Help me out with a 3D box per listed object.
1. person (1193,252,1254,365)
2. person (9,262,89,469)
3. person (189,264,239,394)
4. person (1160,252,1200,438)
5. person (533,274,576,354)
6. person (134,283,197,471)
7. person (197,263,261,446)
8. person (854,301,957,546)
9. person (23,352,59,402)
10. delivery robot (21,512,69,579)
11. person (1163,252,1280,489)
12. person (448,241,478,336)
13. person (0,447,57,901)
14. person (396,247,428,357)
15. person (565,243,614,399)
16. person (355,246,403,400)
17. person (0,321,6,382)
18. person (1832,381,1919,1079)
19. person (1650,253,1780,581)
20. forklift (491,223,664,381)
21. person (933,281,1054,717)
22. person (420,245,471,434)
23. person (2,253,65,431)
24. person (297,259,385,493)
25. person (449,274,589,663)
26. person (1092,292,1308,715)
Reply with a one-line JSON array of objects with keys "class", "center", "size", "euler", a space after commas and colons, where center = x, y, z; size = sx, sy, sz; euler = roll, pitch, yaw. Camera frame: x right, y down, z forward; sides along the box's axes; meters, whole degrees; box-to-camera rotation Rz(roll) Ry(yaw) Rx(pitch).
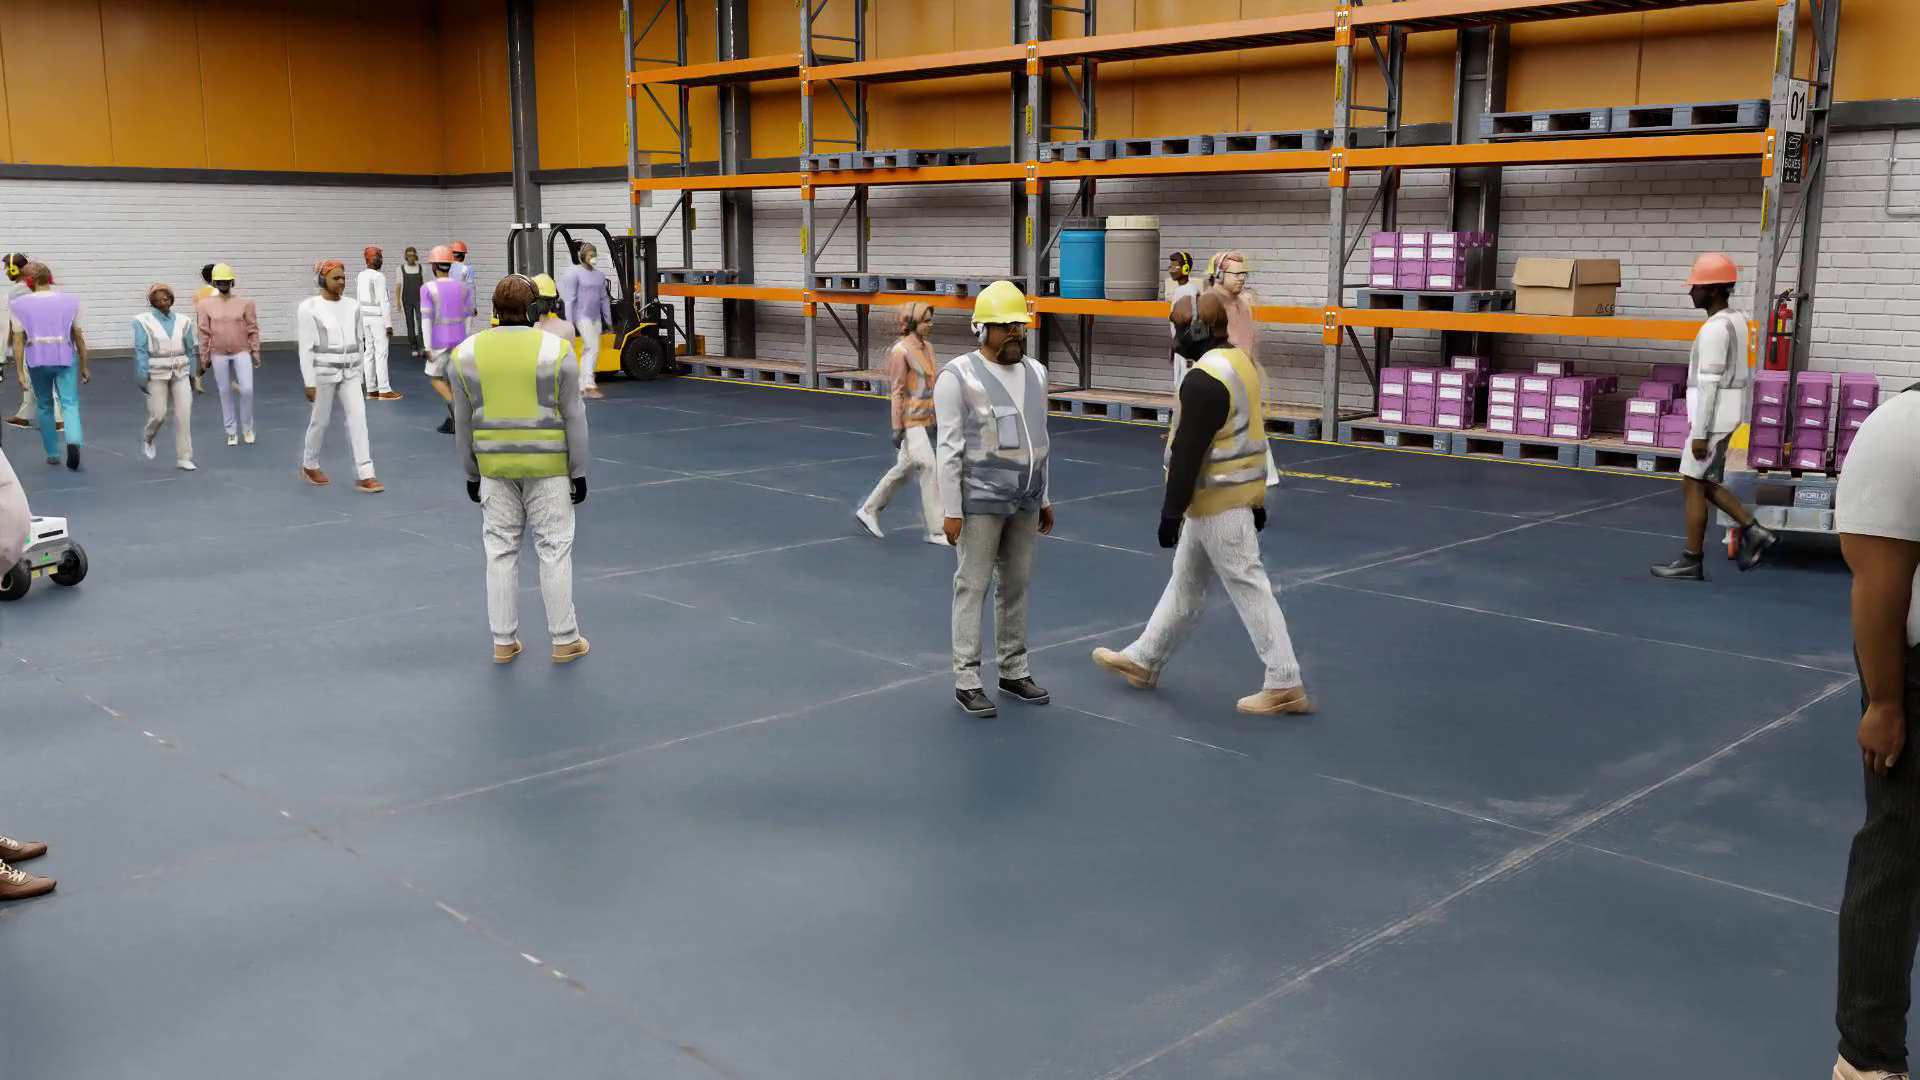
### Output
[{"class": "person", "center": [1.858, -1.060, 11.699], "size": [0.402, 1.904, 0.652], "euler": [7, 13, 35]}, {"class": "person", "center": [-7.888, -1.512, 14.450], "size": [0.575, 1.797, 0.868], "euler": [-7, 12, -32]}, {"class": "person", "center": [-9.634, -2.719, 21.396], "size": [0.528, 1.667, 0.837], "euler": [7, 13, 34]}, {"class": "person", "center": [2.197, -1.900, 16.408], "size": [0.317, 1.860, 0.515], "euler": [-2, 11, -13]}, {"class": "person", "center": [-3.104, -1.100, 12.336], "size": [0.529, 1.745, 0.700], "euler": [-5, 11, -23]}, {"class": "person", "center": [-6.883, -1.417, 14.399], "size": [0.567, 1.618, 0.525], "euler": [10, 14, 42]}, {"class": "person", "center": [-7.013, -1.772, 15.966], "size": [0.547, 1.751, 0.448], "euler": [-4, 11, -19]}, {"class": "person", "center": [-0.348, -0.774, 10.972], "size": [0.806, 1.611, 0.523], "euler": [4, 11, 20]}, {"class": "person", "center": [-11.304, -2.497, 20.312], "size": [0.518, 1.622, 0.494], "euler": [0, 10, 0]}, {"class": "delivery robot", "center": [-5.455, -0.020, 9.454], "size": [0.707, 0.478, 0.477], "euler": [3, 11, 15]}, {"class": "person", "center": [2.130, -1.340, 13.277], "size": [0.970, 1.882, 0.609], "euler": [3, 11, 13]}, {"class": "person", "center": [-7.720, -3.650, 25.736], "size": [0.551, 1.932, 0.378], "euler": [2, 11, 11]}, {"class": "person", "center": [-3.062, 0.152, 5.099], "size": [0.409, 1.903, 0.638], "euler": [-6, 12, -30]}, {"class": "person", "center": [-9.031, -3.913, 27.502], "size": [0.539, 1.809, 0.885], "euler": [-4, 11, -20]}, {"class": "person", "center": [-4.520, -2.693, 20.547], "size": [0.625, 1.919, 0.661], "euler": [5, 12, 27]}, {"class": "person", "center": [-7.189, -2.665, 20.506], "size": [0.575, 1.884, 0.355], "euler": [8, 13, 37]}, {"class": "person", "center": [-8.488, -1.535, 14.190], "size": [0.641, 1.939, 1.017], "euler": [-3, 11, -16]}, {"class": "person", "center": [2.346, 0.329, 3.747], "size": [0.684, 2.000, 0.538], "euler": [-3, 11, -17]}, {"class": "person", "center": [4.407, -0.691, 9.630], "size": [0.574, 1.922, 0.571], "euler": [8, 13, 37]}, {"class": "forklift", "center": [-5.316, -3.263, 22.920], "size": [2.313, 2.155, 1.214], "euler": [-10, 14, -44]}, {"class": "person", "center": [0.169, -0.176, 7.073], "size": [0.600, 1.832, 0.404], "euler": [-8, 13, -39]}, {"class": "person", "center": [-5.157, -2.002, 16.795], "size": [0.550, 1.921, 0.622], "euler": [-10, 14, -43]}, {"class": "person", "center": [-9.700, -2.031, 17.198], "size": [0.882, 1.827, 0.547], "euler": [1, 10, 6]}, {"class": "person", "center": [-4.992, -1.308, 13.239], "size": [0.992, 1.837, 0.584], "euler": [9, 13, 39]}, {"class": "person", "center": [-2.055, -0.326, 7.866], "size": [0.623, 1.844, 0.429], "euler": [0, 10, 2]}, {"class": "person", "center": [1.062, -0.162, 7.145], "size": [1.016, 1.775, 0.677], "euler": [4, 11, 21]}]
